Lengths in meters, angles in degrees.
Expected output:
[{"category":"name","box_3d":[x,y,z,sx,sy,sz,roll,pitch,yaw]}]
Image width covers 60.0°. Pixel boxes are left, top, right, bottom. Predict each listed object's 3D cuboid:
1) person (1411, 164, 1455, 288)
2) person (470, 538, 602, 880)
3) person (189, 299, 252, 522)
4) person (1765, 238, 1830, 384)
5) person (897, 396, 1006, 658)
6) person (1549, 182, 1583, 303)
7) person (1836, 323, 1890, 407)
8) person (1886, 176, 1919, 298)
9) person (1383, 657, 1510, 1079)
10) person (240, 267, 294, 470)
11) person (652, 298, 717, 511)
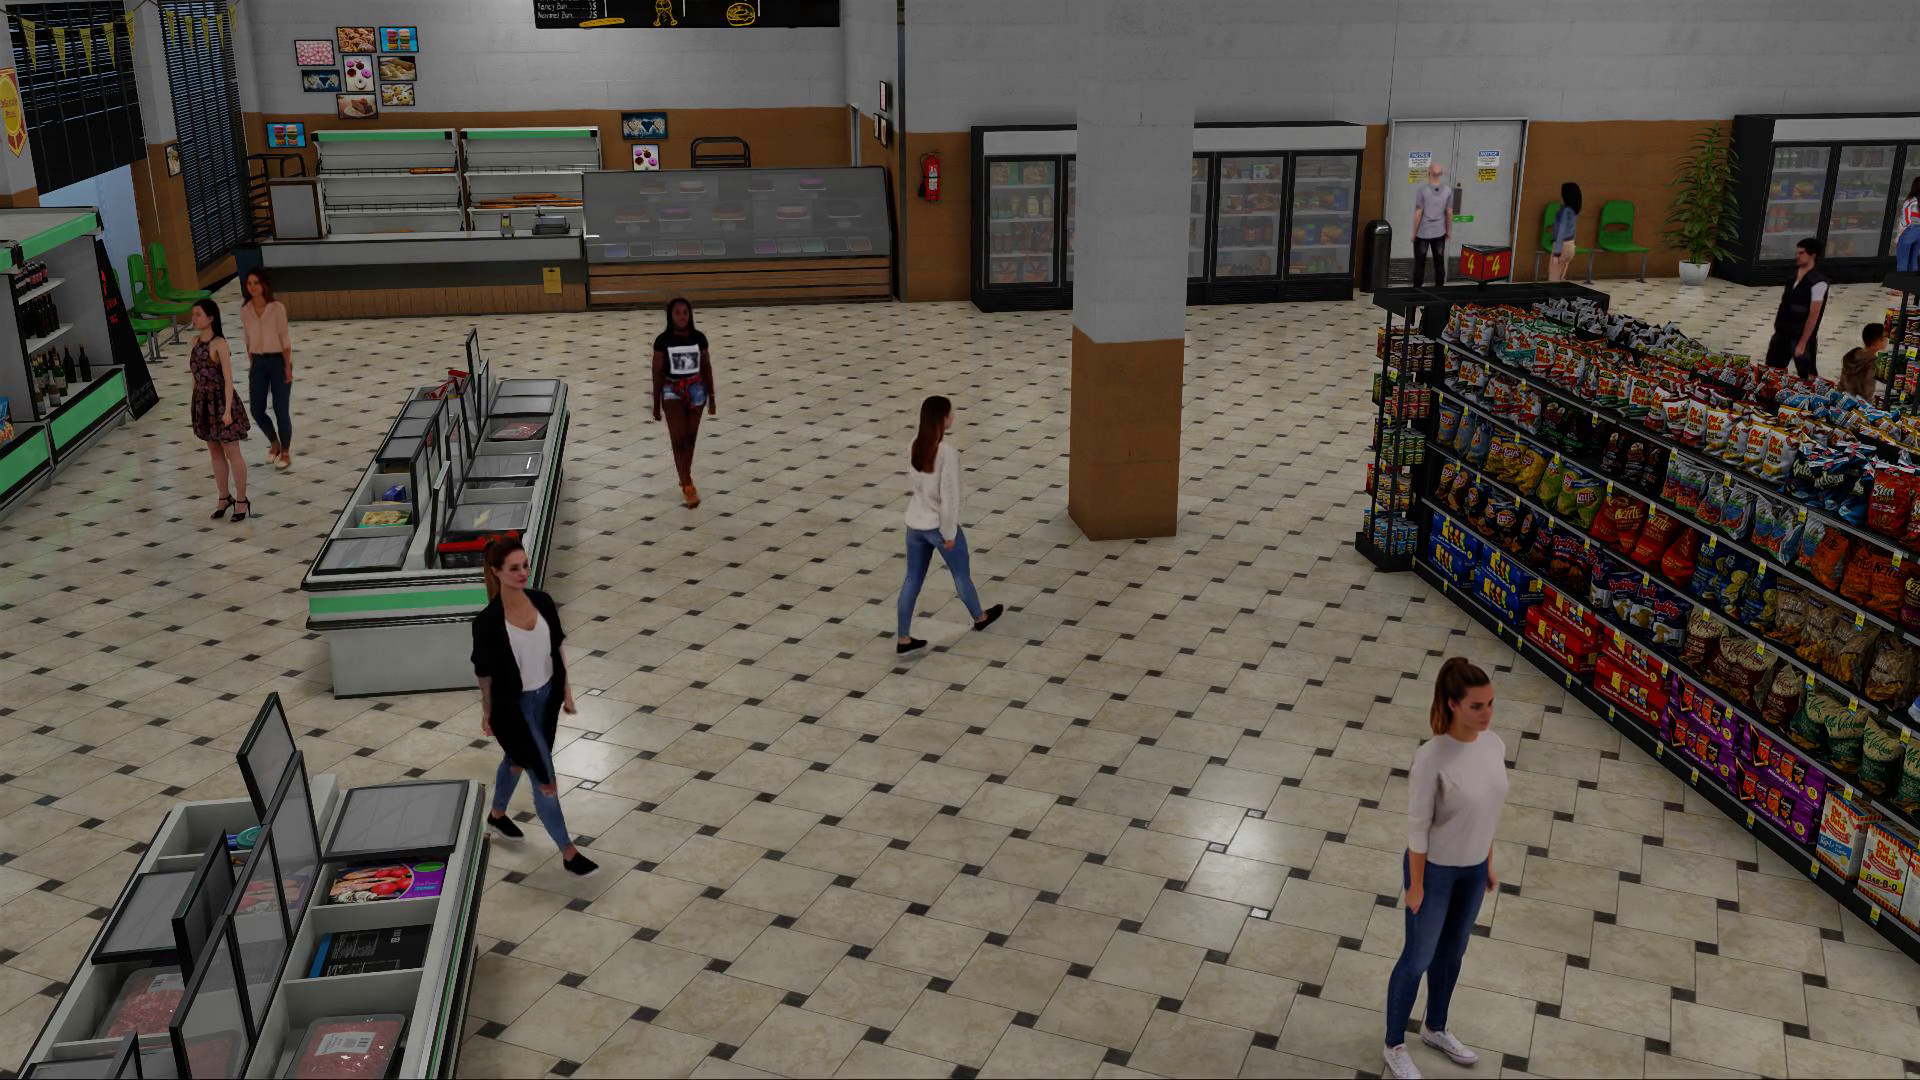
[{"category":"person","box_3d":[6.247,-4.071,22.086,0.704,1.837,0.627,0,19,-1]},{"category":"person","box_3d":[-2.146,0.789,7.993,1.162,1.633,1.072,14,23,35]},{"category":"person","box_3d":[-5.871,-1.021,13.138,0.804,1.774,0.853,10,21,27]},{"category":"person","box_3d":[7.981,-1.897,15.693,0.783,1.803,1.108,-5,19,-13]},{"category":"person","box_3d":[-0.230,-0.043,10.440,1.060,1.646,1.119,-16,24,-39]},{"category":"person","box_3d":[7.545,-3.521,20.571,0.947,1.763,0.862,17,25,41]},{"category":"person","box_3d":[7.392,-1.090,13.882,0.635,1.431,0.659,-5,19,-14]},{"category":"person","box_3d":[12.947,-4.139,22.636,0.623,1.614,0.567,-7,20,-19]},{"category":"person","box_3d":[1.876,1.272,6.425,0.666,1.719,0.627,-10,21,-27]},{"category":"person","box_3d":[-6.005,-1.513,14.594,0.640,1.777,0.643,0,19,1]},{"category":"person","box_3d":[-2.275,-1.122,13.594,0.843,1.675,1.242,-9,20,-24]}]
